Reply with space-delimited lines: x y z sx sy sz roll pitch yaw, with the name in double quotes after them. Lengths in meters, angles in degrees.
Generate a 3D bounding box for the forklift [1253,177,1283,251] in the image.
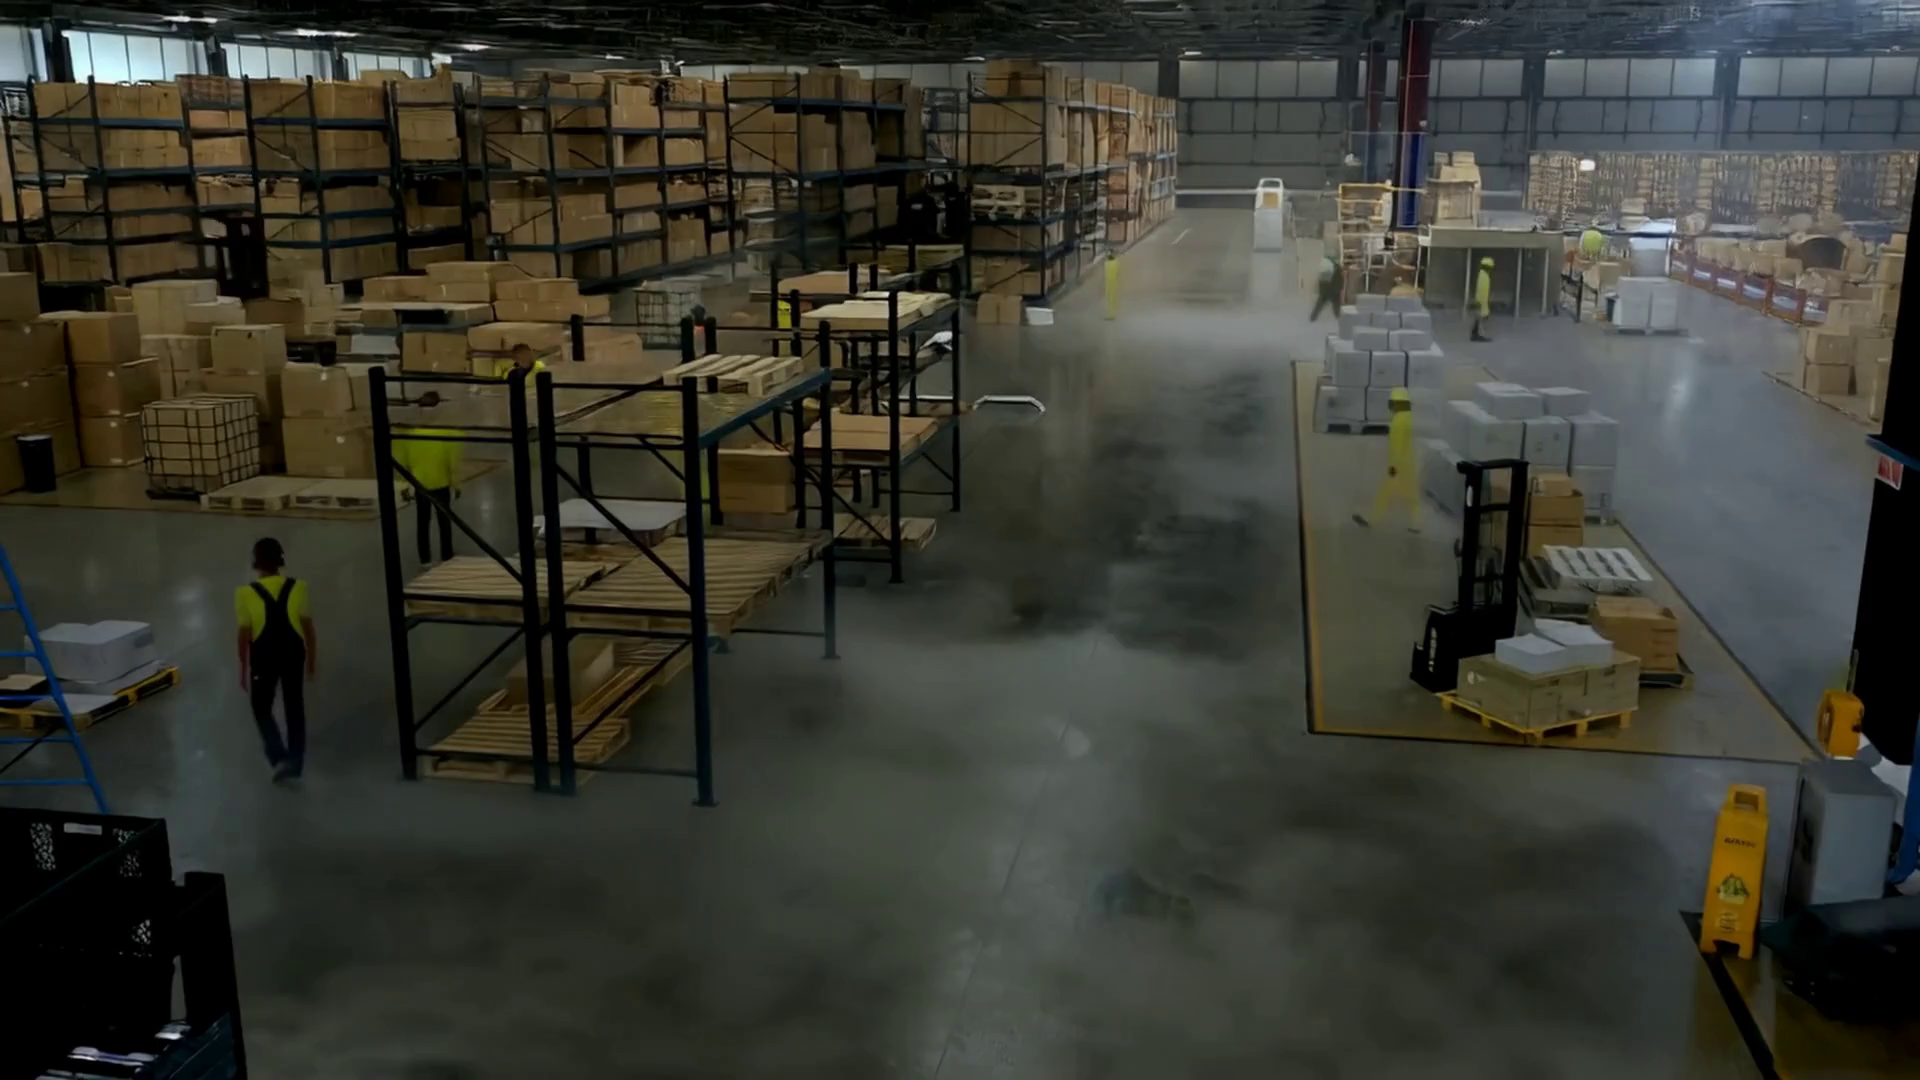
12.083 -12.747 64.956 1.129 2.768 1.873 3 14 10 "forklift"

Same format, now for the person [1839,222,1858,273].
28.312 -9.252 53.088 0.540 1.744 0.558 9 16 32 "person"

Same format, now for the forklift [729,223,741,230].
-9.860 -14.159 70.689 1.129 2.768 1.873 3 14 10 "forklift"

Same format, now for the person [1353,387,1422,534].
5.081 -0.943 19.459 0.509 1.695 0.881 -13 19 -42 "person"

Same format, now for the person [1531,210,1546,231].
21.803 -11.587 62.718 0.547 1.685 0.326 3 14 11 "person"

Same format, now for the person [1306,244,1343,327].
8.791 -6.089 39.653 1.028 2.000 0.685 10 17 35 "person"

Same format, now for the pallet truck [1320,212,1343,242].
15.874 -13.227 70.310 0.680 1.201 1.601 10 17 35 "pallet truck"

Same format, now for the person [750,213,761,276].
-6.649 -9.542 53.805 0.396 1.991 0.765 0 14 0 "person"

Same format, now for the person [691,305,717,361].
-4.037 -2.695 26.061 0.385 1.957 0.606 9 17 34 "person"

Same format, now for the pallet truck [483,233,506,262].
-11.832 -7.026 43.548 1.885 1.965 0.823 8 16 28 "pallet truck"

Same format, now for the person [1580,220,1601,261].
20.130 -9.294 53.144 0.615 1.799 0.820 3 14 12 "person"

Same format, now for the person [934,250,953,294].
-0.423 -6.881 43.667 0.552 1.649 0.874 2 14 7 "person"

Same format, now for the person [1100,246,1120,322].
3.668 -6.282 40.817 0.563 1.853 0.452 10 17 34 "person"

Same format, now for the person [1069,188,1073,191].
5.596 -16.850 83.860 0.639 1.802 0.964 3 14 12 "person"

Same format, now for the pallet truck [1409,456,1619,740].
4.504 0.400 13.395 0.823 1.965 1.885 -6 15 -23 "pallet truck"

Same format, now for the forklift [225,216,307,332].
-15.084 -5.470 35.413 1.873 2.768 1.129 3 14 10 "forklift"

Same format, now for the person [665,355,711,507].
-3.380 -1.367 20.696 0.635 1.936 0.354 8 16 31 "person"

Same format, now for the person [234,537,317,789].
-4.841 0.875 11.802 0.548 1.830 0.409 -9 17 -33 "person"

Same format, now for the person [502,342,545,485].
-5.720 -1.660 21.962 0.624 1.900 0.467 -8 16 -30 "person"

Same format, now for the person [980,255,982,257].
0.847 -9.277 53.305 0.541 1.695 0.315 -8 16 -28 "person"

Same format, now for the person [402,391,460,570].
-5.620 -0.625 17.733 0.581 1.919 0.398 -1 14 -4 "person"

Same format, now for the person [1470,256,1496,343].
11.630 -5.294 36.676 0.702 1.913 0.568 5 15 21 "person"

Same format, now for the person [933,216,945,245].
-0.794 -11.478 62.454 0.855 1.593 0.518 11 18 37 "person"

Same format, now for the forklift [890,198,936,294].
-1.200 -7.786 44.814 1.129 2.768 1.873 3 14 10 "forklift"

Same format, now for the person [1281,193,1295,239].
14.239 -14.081 72.311 0.635 1.937 0.352 4 14 14 "person"

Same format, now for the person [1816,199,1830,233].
35.690 -13.150 68.747 0.404 1.835 0.588 -6 15 -24 "person"
